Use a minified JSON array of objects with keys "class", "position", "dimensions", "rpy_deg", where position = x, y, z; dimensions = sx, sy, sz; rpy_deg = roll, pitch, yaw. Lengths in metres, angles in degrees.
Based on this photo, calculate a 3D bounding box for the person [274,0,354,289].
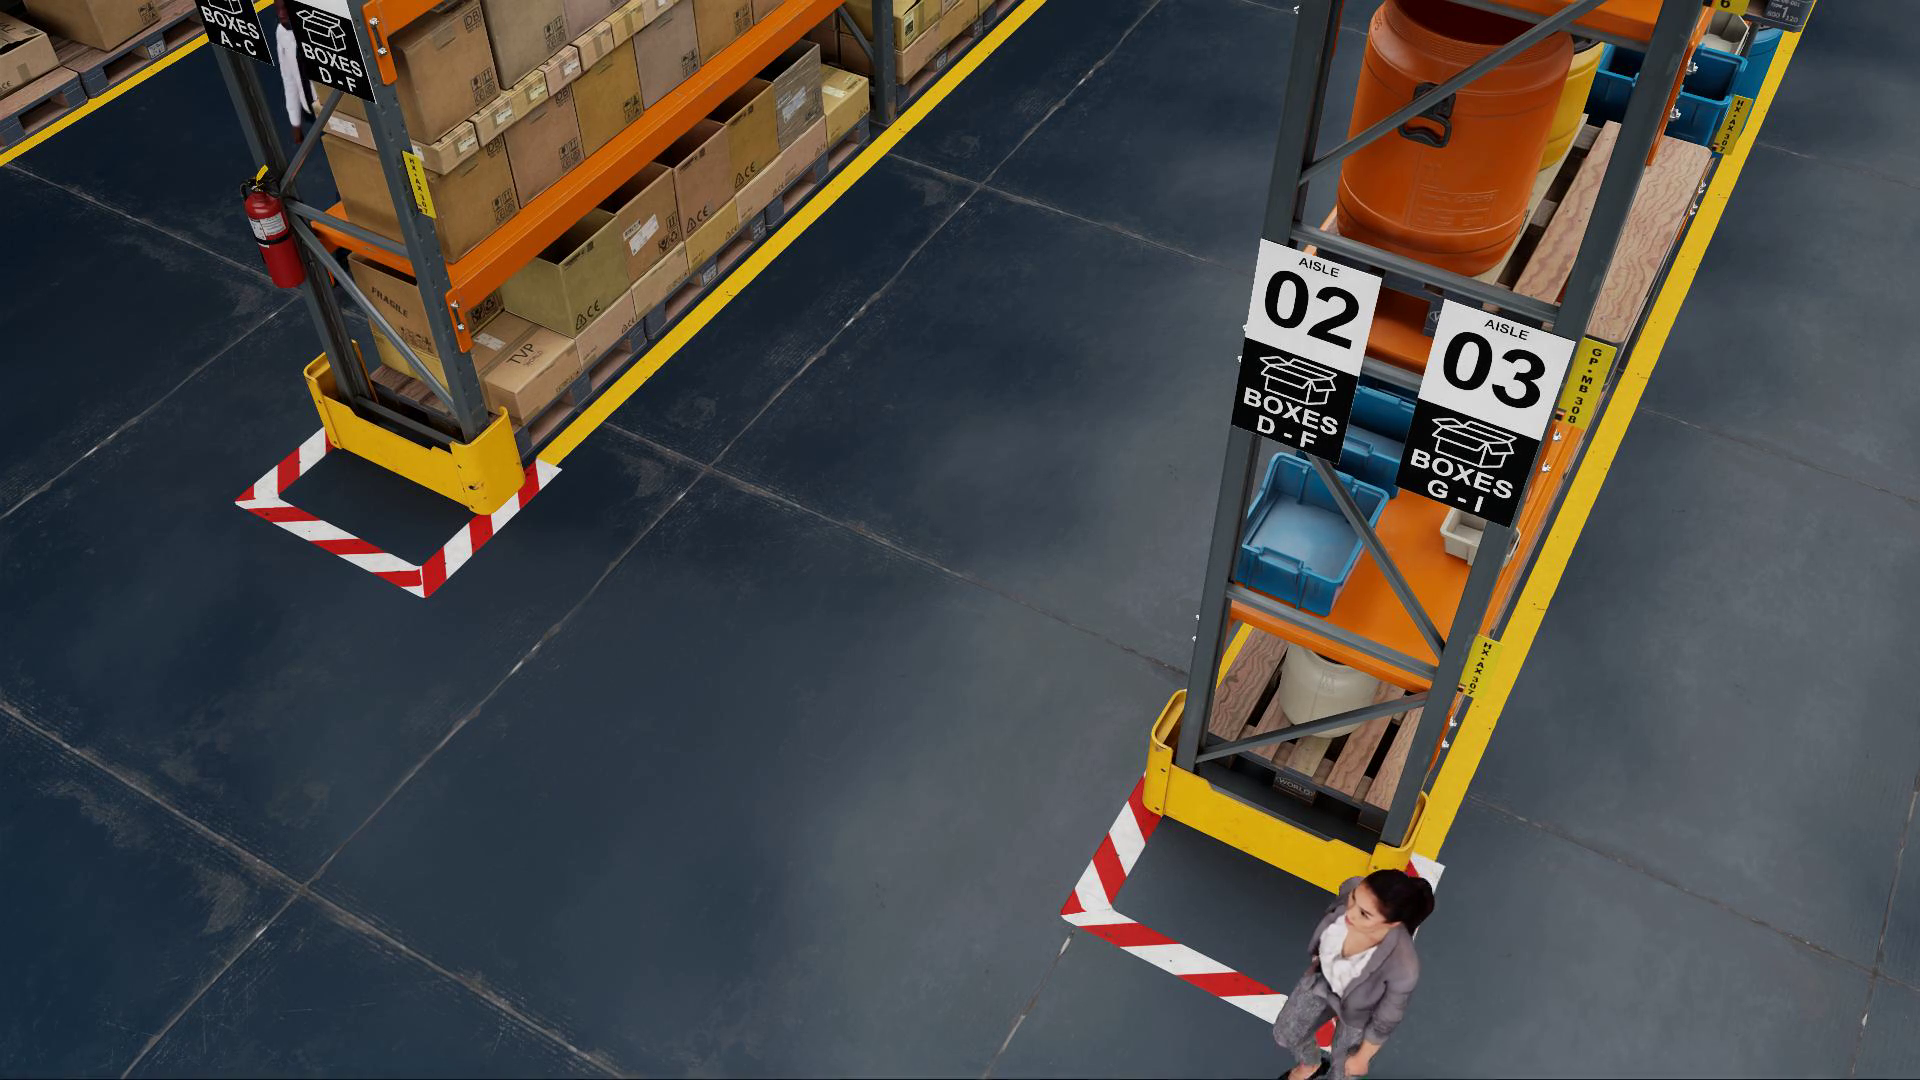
[{"class":"person","position":[-3.554,-2.452,9.680],"dimensions":[0.752,1.794,1.244],"rpy_deg":[18,50,16]}]

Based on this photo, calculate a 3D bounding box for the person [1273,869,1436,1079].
[{"class":"person","position":[1.473,1.636,5.986],"dimensions":[0.780,1.668,0.737],"rpy_deg":[-16,49,-14]}]
